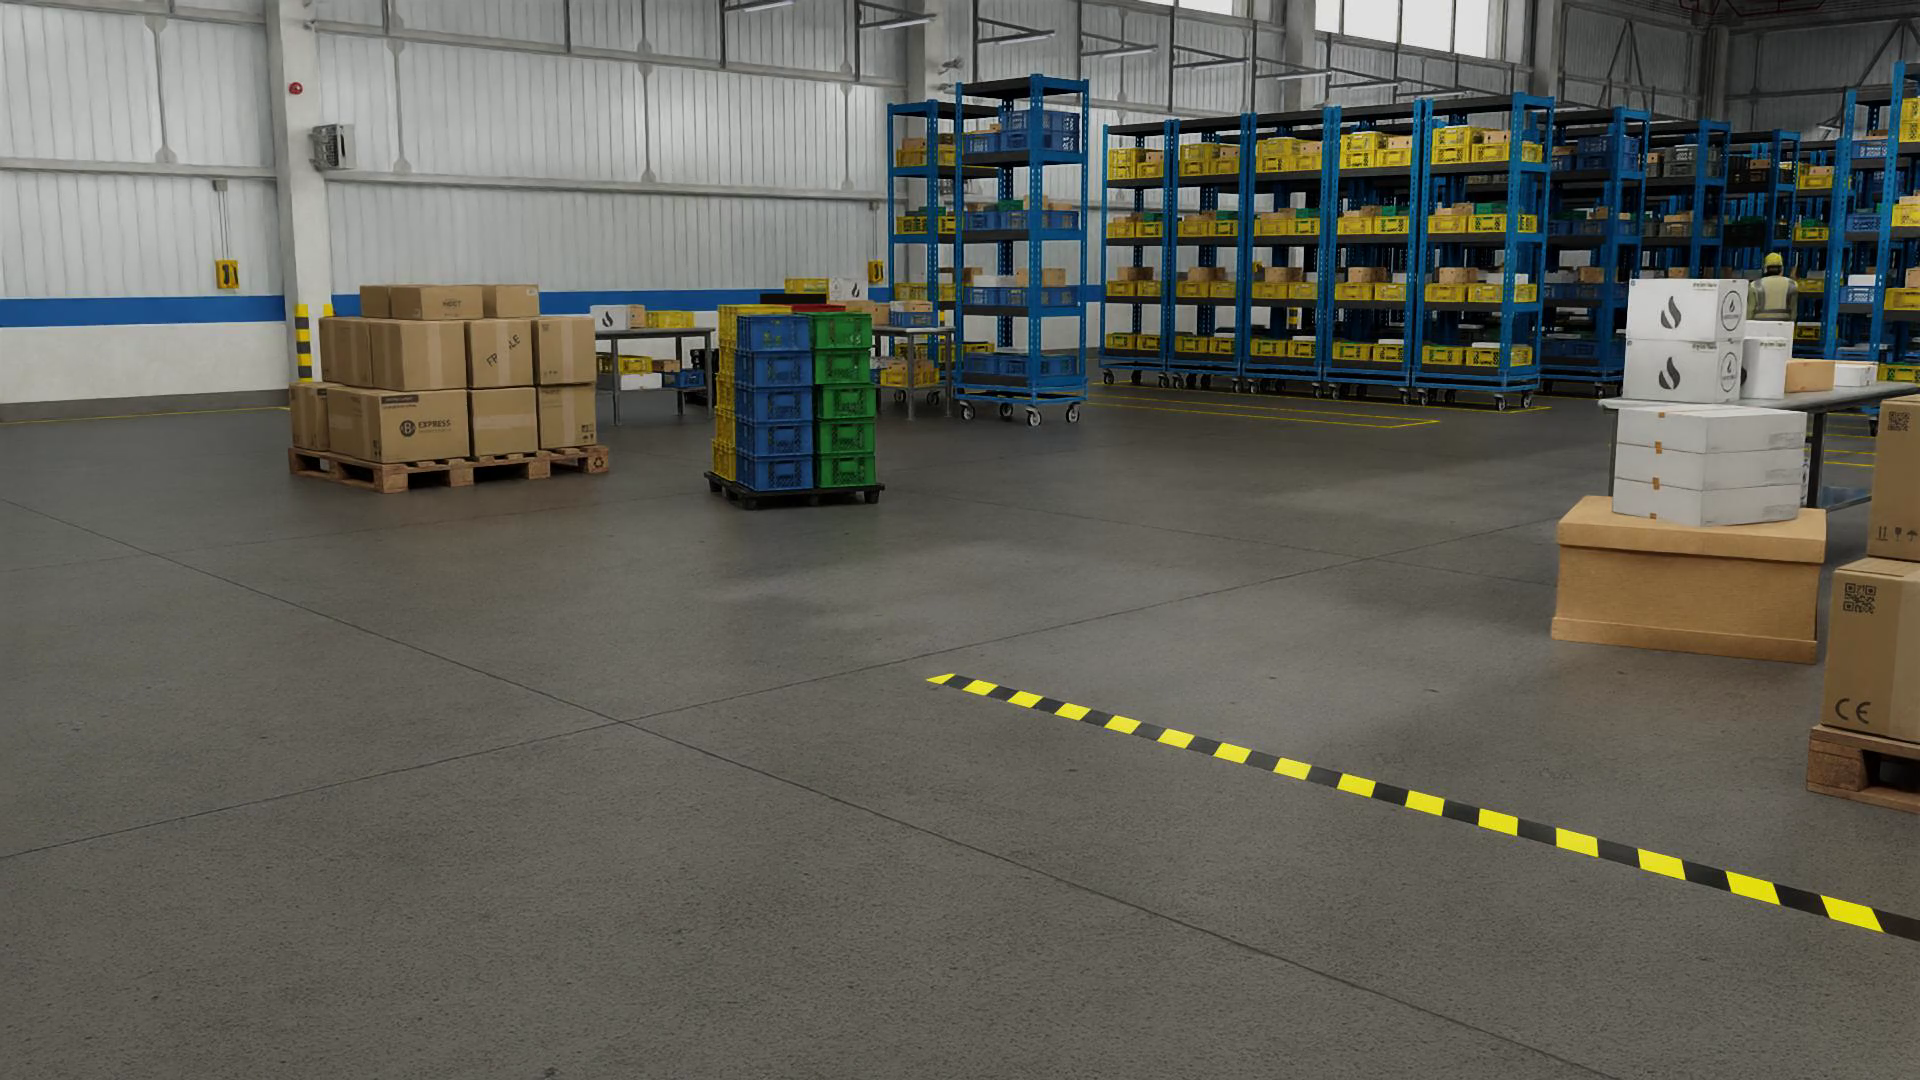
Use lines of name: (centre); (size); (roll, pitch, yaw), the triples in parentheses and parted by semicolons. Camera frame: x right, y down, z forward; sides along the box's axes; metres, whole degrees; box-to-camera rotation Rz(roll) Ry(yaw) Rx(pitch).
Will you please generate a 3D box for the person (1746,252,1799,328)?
person: (9.932, -2.602, 20.403); (0.590, 1.833, 0.404); (1, 10, 8)
